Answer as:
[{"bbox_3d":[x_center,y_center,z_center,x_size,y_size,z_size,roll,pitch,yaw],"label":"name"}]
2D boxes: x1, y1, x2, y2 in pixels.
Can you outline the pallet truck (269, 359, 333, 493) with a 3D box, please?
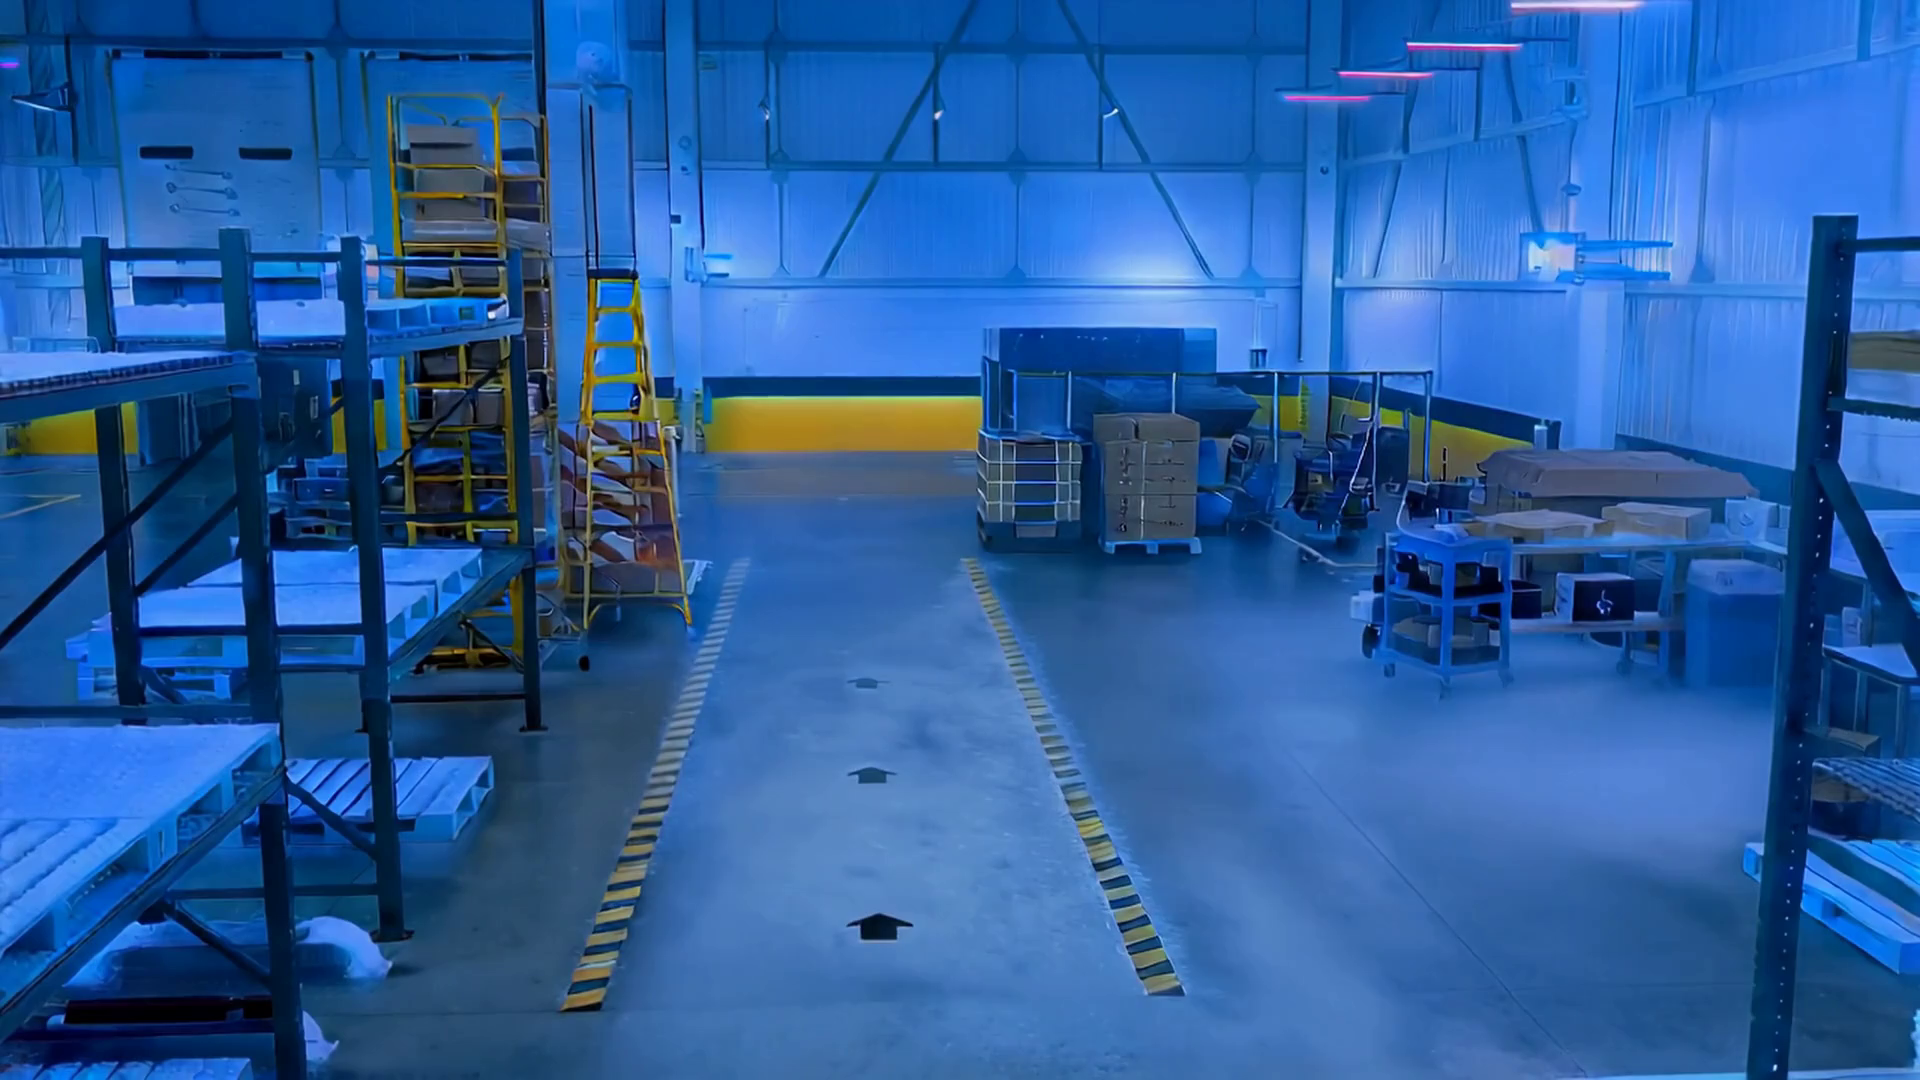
[{"bbox_3d":[-7.062,-1.131,18.996,1.885,1.965,0.823,2,9,13],"label":"pallet truck"}]
